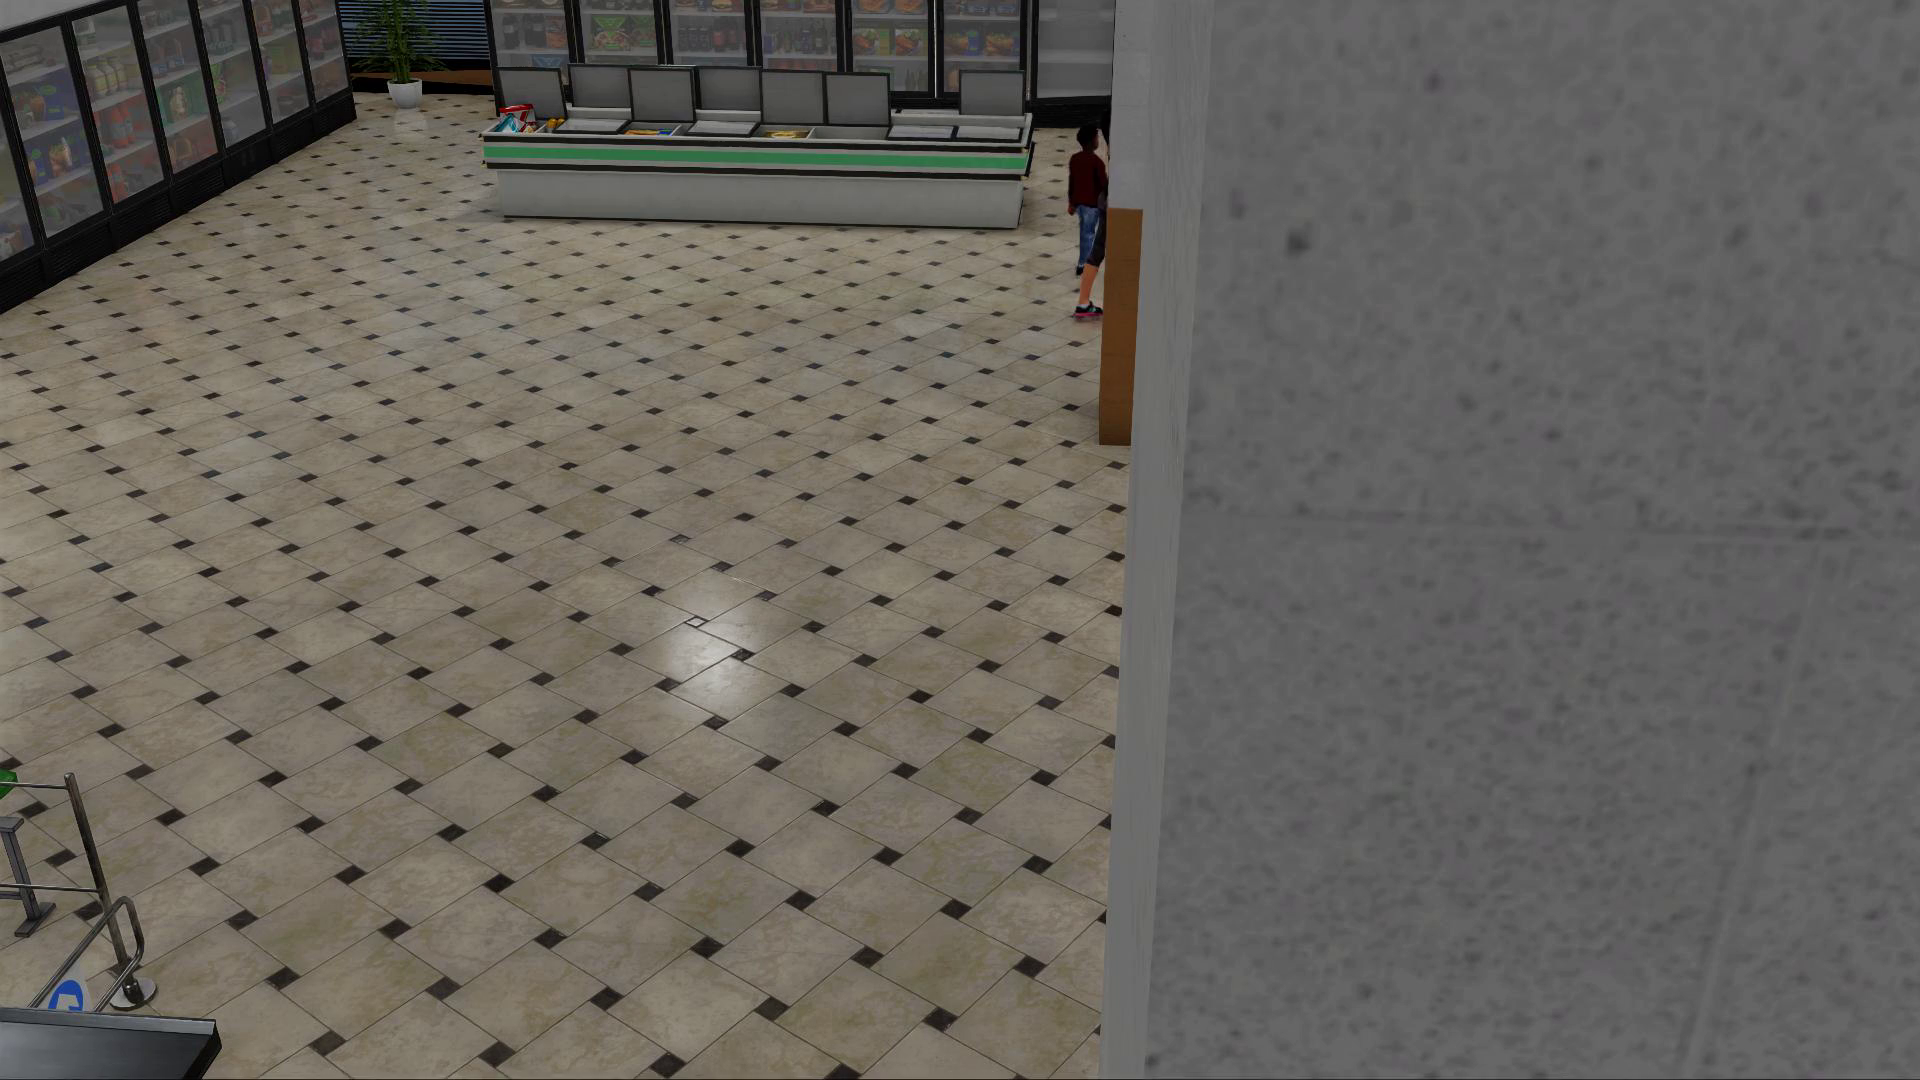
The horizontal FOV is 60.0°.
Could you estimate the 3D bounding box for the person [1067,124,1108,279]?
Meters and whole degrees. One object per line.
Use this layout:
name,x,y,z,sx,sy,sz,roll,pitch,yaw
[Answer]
person,1.015,-2.757,13.621,0.732,1.245,0.675,-23,35,-37
